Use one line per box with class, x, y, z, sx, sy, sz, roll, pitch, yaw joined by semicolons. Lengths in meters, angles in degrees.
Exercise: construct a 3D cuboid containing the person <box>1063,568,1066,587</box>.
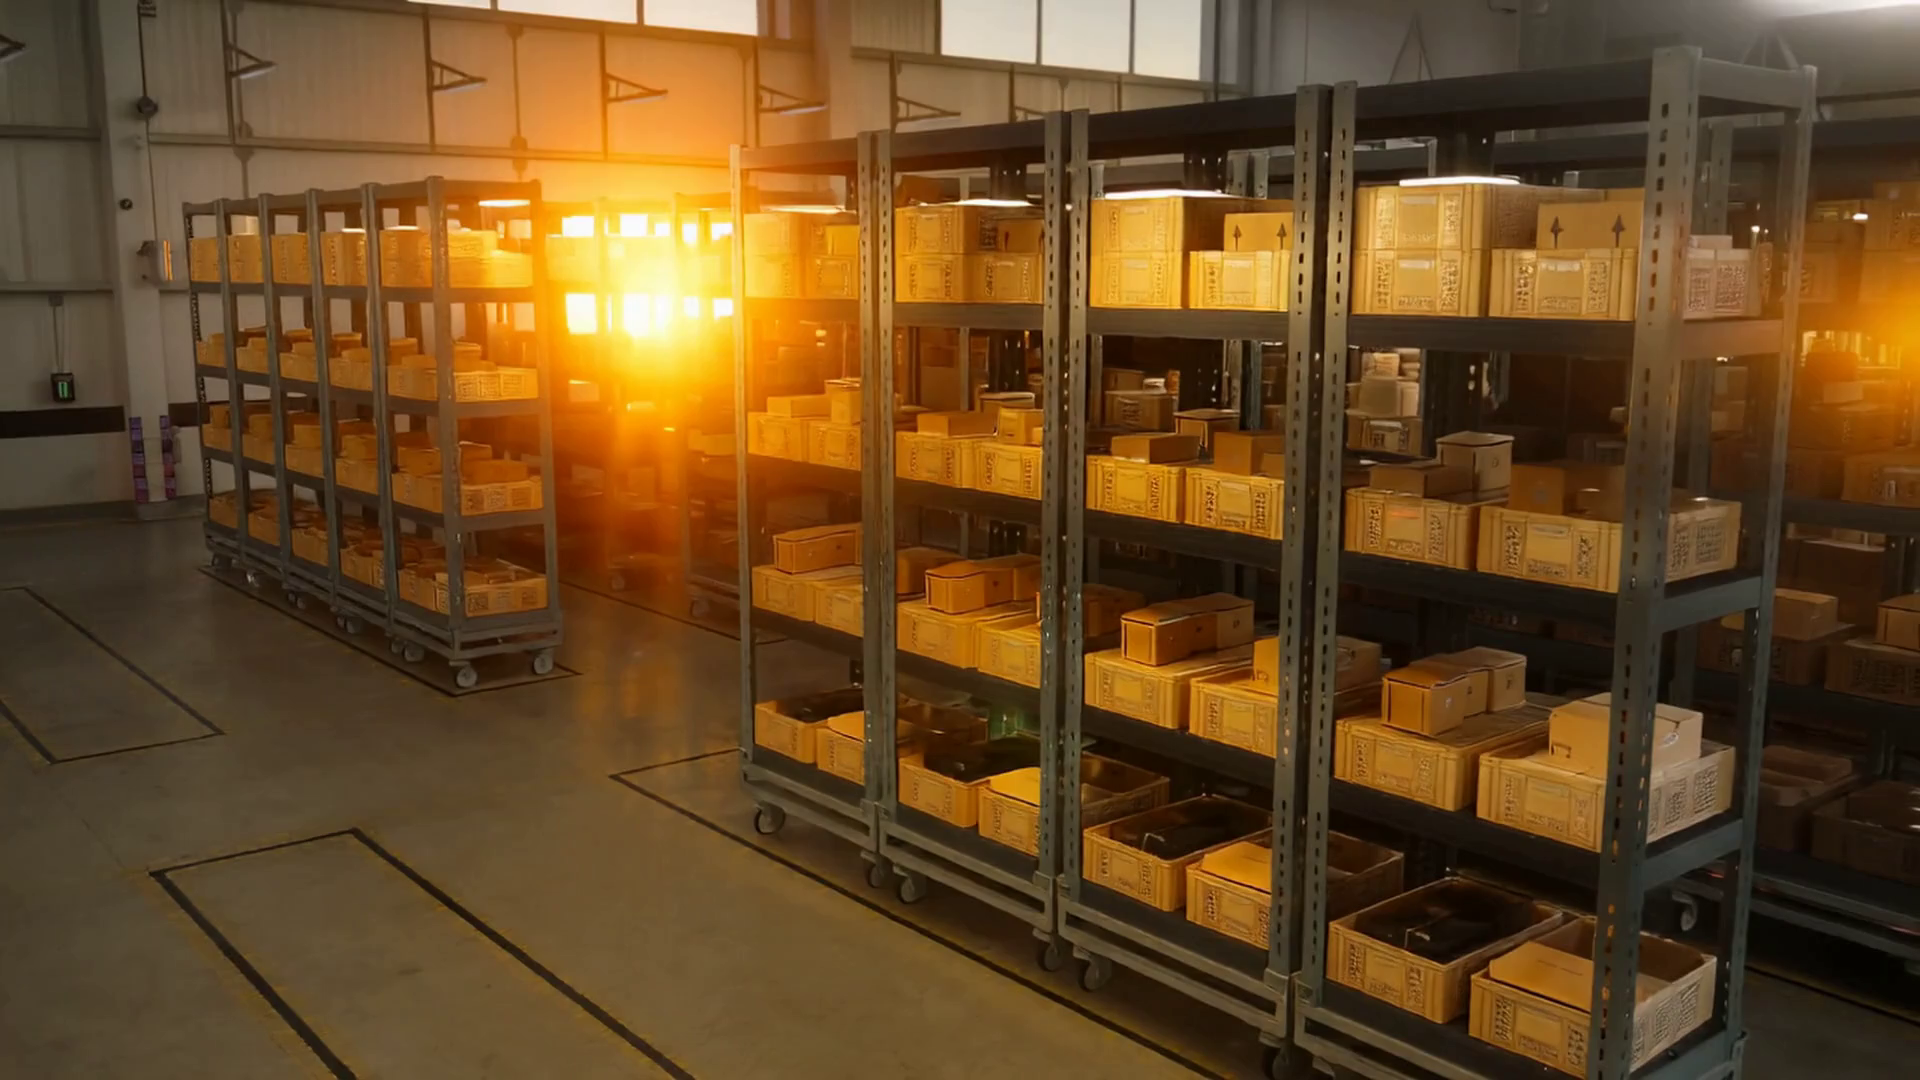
person;0.832;-0.121;13.604;0.587;1.802;0.776;6;11;33
